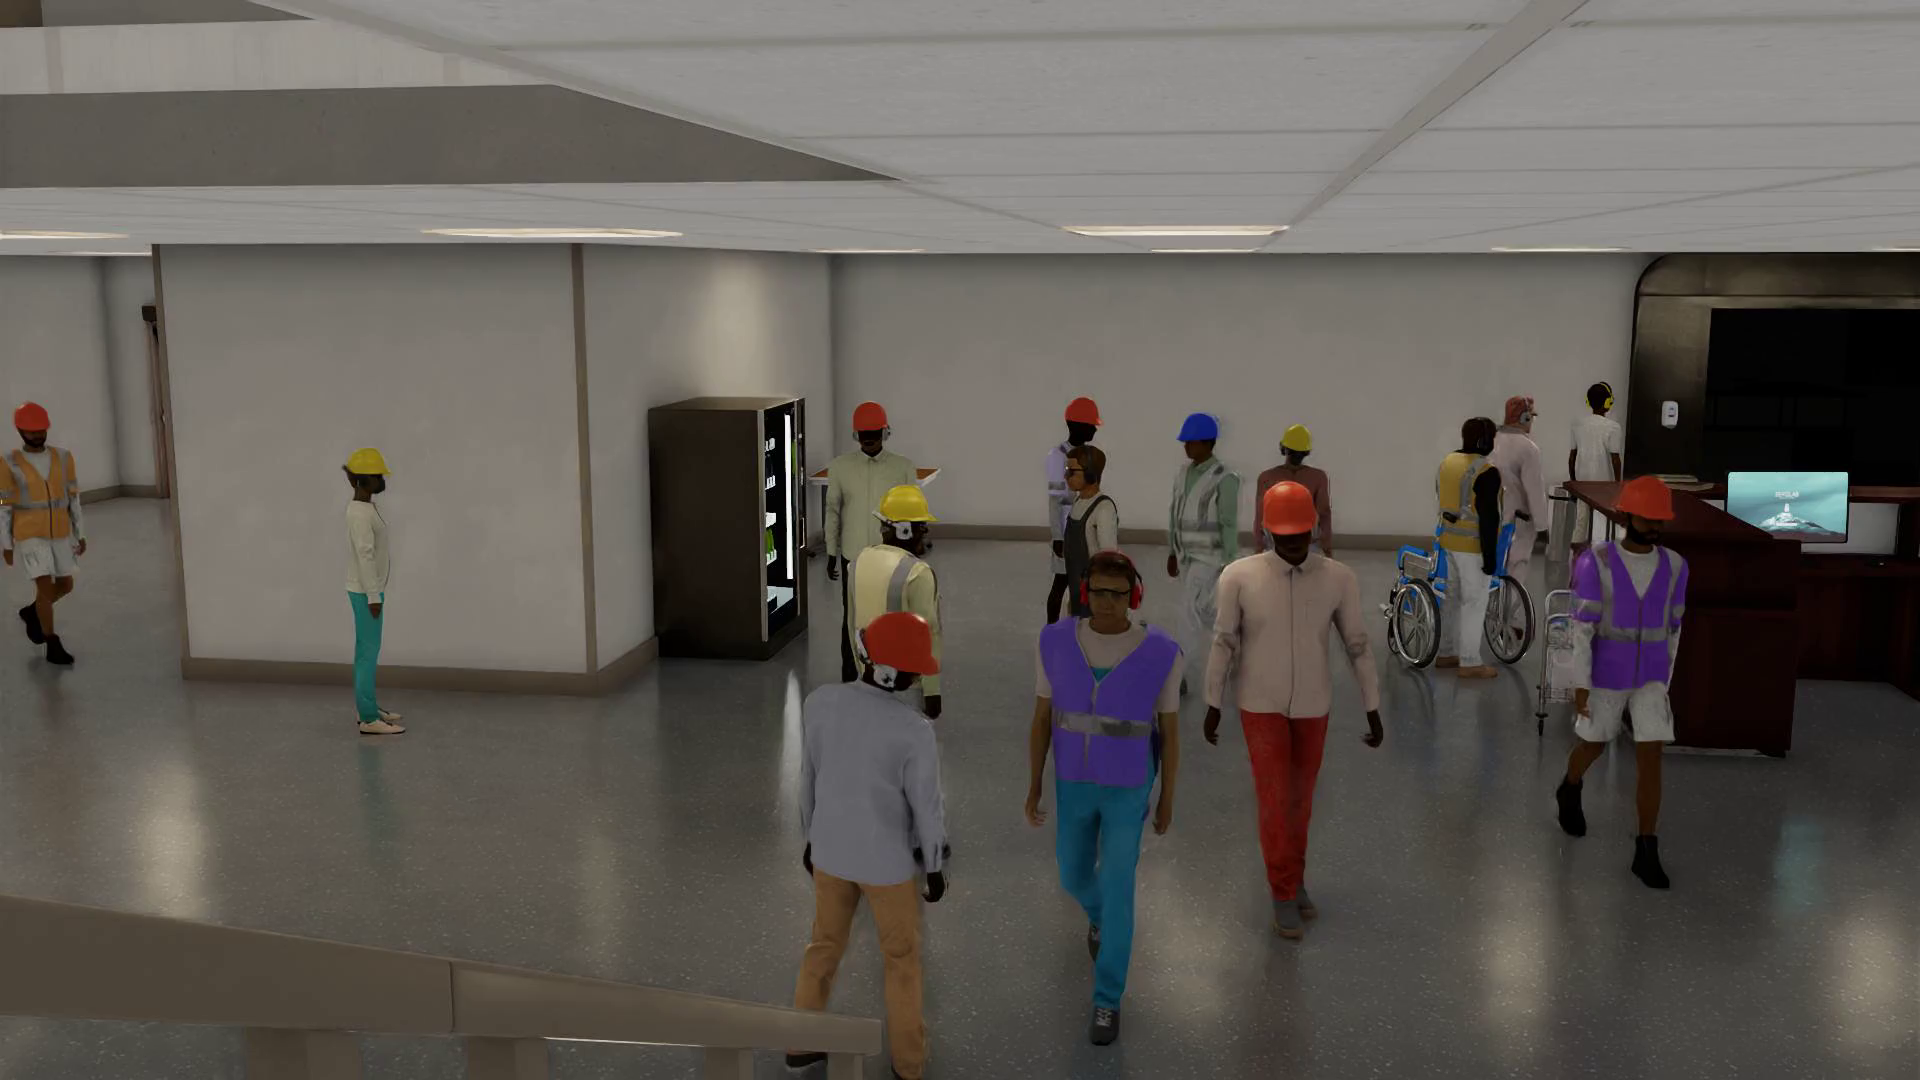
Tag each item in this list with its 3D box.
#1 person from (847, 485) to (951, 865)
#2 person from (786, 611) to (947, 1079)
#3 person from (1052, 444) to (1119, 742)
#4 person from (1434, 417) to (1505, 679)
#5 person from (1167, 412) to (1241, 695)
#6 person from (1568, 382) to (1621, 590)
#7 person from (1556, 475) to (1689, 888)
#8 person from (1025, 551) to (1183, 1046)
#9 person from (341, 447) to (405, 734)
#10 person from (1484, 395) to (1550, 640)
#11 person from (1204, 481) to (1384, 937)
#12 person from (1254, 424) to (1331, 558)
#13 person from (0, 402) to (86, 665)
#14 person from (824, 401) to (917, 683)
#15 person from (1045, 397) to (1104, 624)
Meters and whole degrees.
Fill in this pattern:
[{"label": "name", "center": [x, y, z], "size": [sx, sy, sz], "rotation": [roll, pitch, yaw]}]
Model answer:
[{"label": "person", "center": [-0.284, 0.644, 8.020], "size": [0.404, 1.828, 0.599], "rotation": [-8, 12, -40]}, {"label": "person", "center": [-0.310, 1.066, 5.762], "size": [0.583, 1.723, 0.354], "rotation": [6, 11, 32]}, {"label": "person", "center": [0.758, 0.355, 9.745], "size": [0.332, 1.844, 0.508], "rotation": [-3, 10, -16]}, {"label": "person", "center": [3.586, 0.048, 11.711], "size": [0.430, 1.832, 0.643], "rotation": [-3, 10, -15]}, {"label": "person", "center": [1.671, 0.081, 11.238], "size": [0.919, 1.916, 0.624], "rotation": [-5, 10, -27]}, {"label": "person", "center": [5.614, -0.458, 14.679], "size": [0.328, 1.876, 0.513], "rotation": [-7, 12, -38]}, {"label": "person", "center": [3.177, 0.616, 7.994], "size": [0.545, 1.904, 0.930], "rotation": [0, 9, 2]}, {"label": "person", "center": [0.571, 0.917, 6.402], "size": [0.570, 1.819, 0.795], "rotation": [3, 10, 20]}, {"label": "person", "center": [-3.628, 0.312, 10.267], "size": [0.312, 1.769, 0.526], "rotation": [-3, 10, -20]}, {"label": "person", "center": [4.318, -0.168, 12.821], "size": [0.530, 1.888, 0.686], "rotation": [-3, 10, -16]}, {"label": "person", "center": [1.449, 0.717, 7.140], "size": [0.756, 1.956, 0.689], "rotation": [-1, 9, -7]}, {"label": "person", "center": [2.396, 0.042, 11.982], "size": [0.534, 1.754, 0.397], "rotation": [-1, 9, -7]}, {"label": "person", "center": [-6.724, -0.067, 12.150], "size": [0.707, 1.906, 0.559], "rotation": [7, 11, 36]}, {"label": "person", "center": [-0.585, 0.079, 10.995], "size": [0.622, 1.994, 0.381], "rotation": [0, 9, -3]}, {"label": "person", "center": [0.863, -0.085, 12.227], "size": [0.390, 1.927, 0.550], "rotation": [8, 12, 39]}]
